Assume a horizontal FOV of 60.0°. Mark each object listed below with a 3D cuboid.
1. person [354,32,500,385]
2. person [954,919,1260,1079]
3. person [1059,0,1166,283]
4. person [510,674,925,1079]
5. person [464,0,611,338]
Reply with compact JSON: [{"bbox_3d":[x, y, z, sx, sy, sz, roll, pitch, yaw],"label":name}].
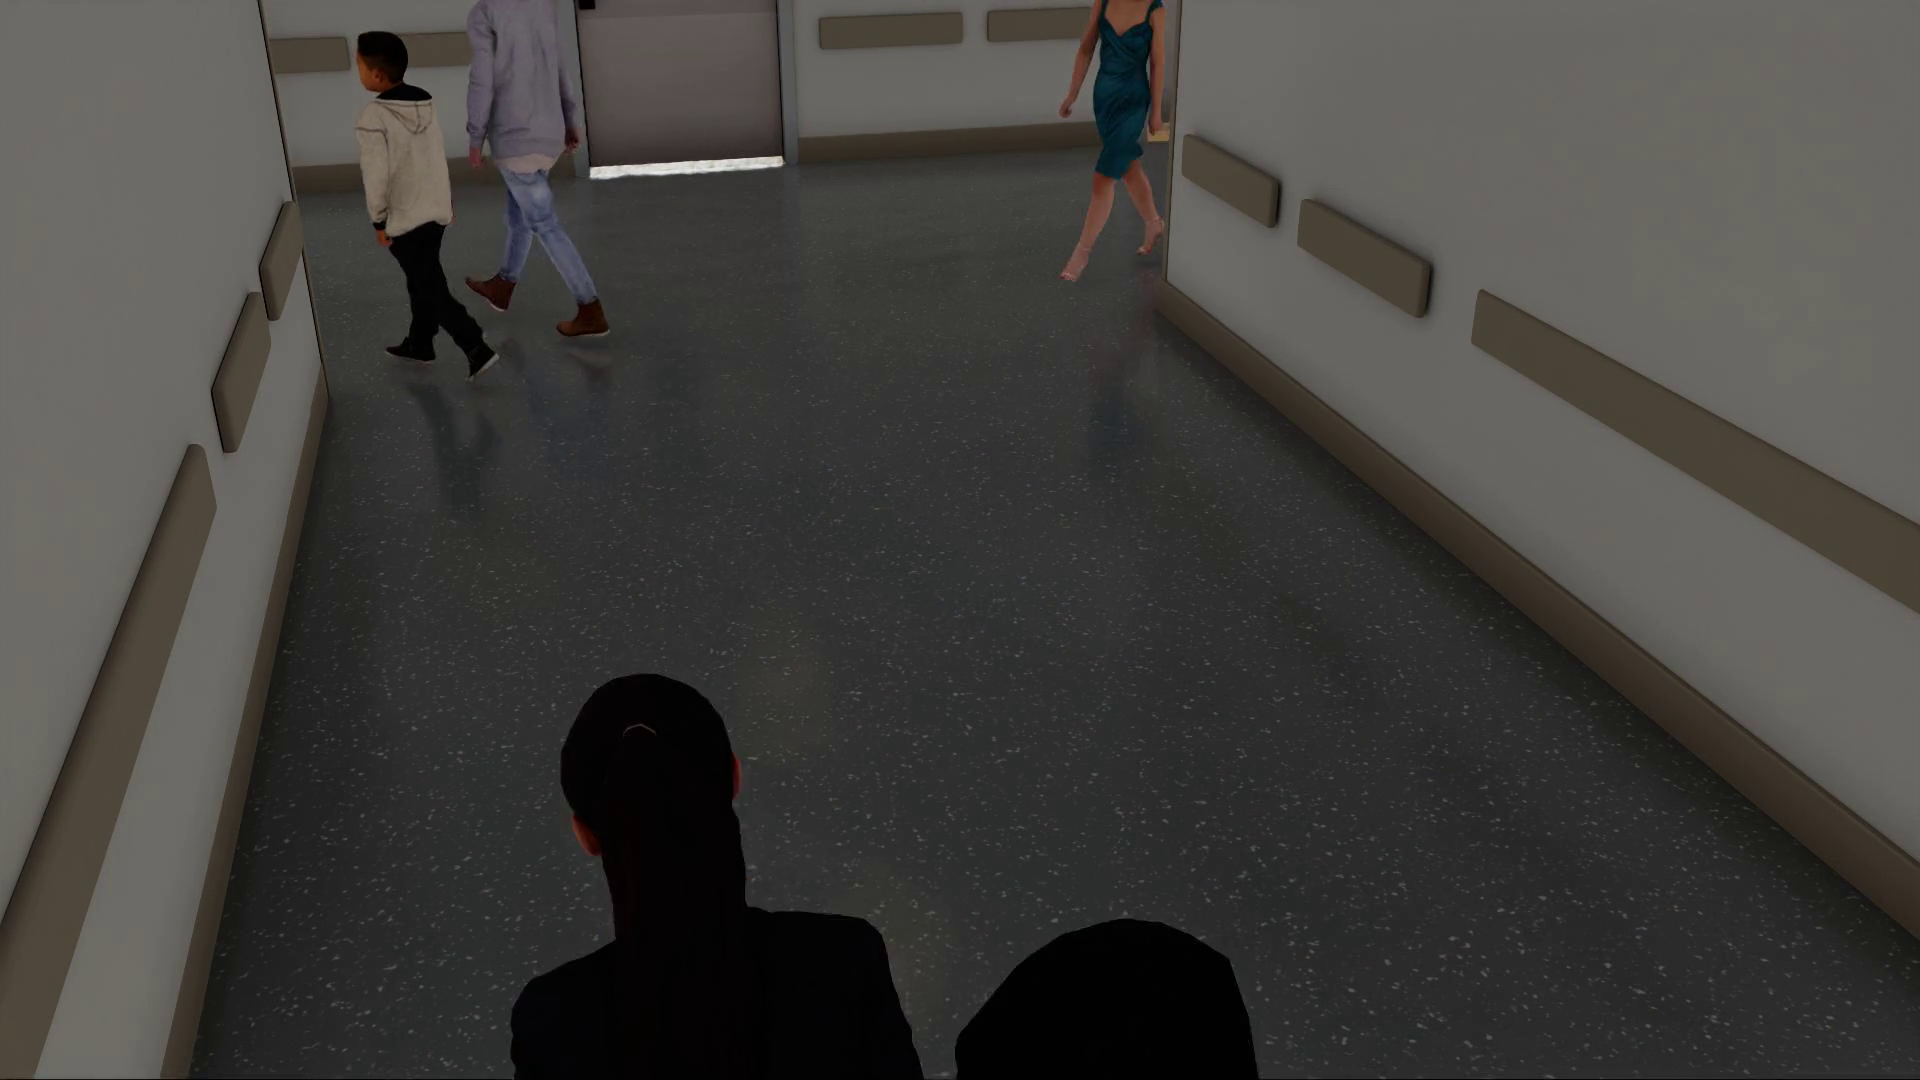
[{"bbox_3d":[-2.187,-1.326,6.813,1.031,1.435,0.936,13,28,24],"label":"person"},{"bbox_3d":[0.015,1.156,1.271,0.900,1.779,0.960,13,29,25],"label":"person"},{"bbox_3d":[0.845,-2.103,8.202,0.922,1.628,1.123,23,34,39],"label":"person"},{"bbox_3d":[-0.180,0.984,1.762,0.702,1.662,0.652,-5,26,-10],"label":"person"},{"bbox_3d":[-1.831,-1.730,7.243,1.234,1.790,1.163,14,29,26],"label":"person"}]
